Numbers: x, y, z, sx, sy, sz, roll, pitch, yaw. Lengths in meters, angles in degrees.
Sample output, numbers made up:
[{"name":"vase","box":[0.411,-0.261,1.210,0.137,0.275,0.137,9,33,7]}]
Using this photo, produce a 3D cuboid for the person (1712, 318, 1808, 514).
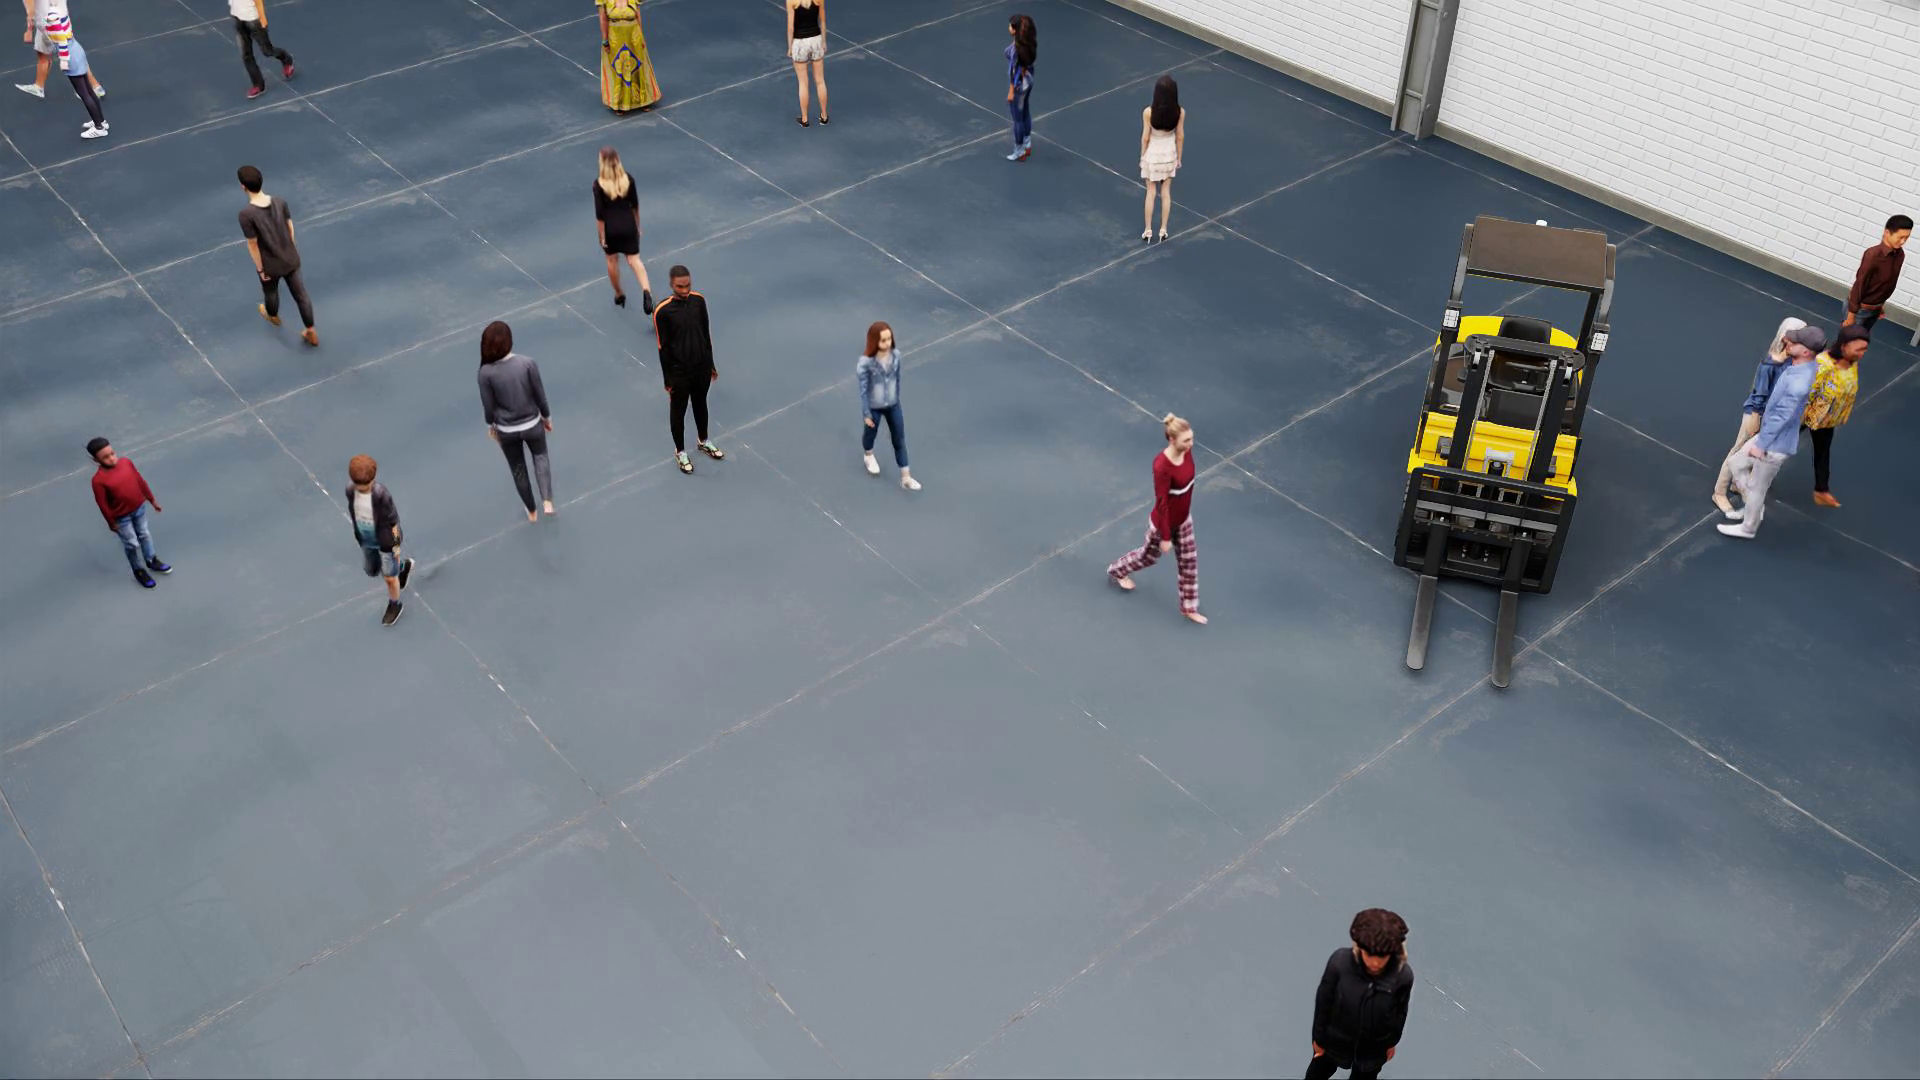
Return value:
[{"name":"person","box":[6.246,-0.982,12.928,0.644,1.694,0.605,-21,43,-24]}]

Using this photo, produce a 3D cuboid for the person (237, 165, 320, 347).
[{"name":"person","box":[-6.046,-2.491,14.823,0.618,1.676,1.016,-28,47,-31]}]

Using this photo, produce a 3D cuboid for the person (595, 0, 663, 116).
[{"name":"person","box":[-3.794,-5.644,18.793,0.940,1.660,0.893,-15,41,-18]}]

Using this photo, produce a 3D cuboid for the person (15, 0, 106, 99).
[{"name":"person","box":[-10.265,-5.857,18.933,1.062,1.807,1.209,-10,40,-13]}]

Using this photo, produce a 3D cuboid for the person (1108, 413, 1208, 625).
[{"name":"person","box":[1.429,-0.176,11.937,1.126,1.660,0.762,27,46,30]}]

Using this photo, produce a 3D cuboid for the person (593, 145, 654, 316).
[{"name":"person","box":[-3.075,-2.772,15.189,0.669,1.658,0.994,-20,43,-23]}]

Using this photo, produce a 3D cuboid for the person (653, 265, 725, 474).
[{"name":"person","box":[-2.195,-1.403,13.355,0.619,1.809,0.517,-27,46,-30]}]

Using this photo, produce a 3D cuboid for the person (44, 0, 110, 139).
[{"name":"person","box":[-9.752,-5.320,18.259,0.785,1.809,0.629,-9,39,-11]}]

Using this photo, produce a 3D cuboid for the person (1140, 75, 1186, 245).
[{"name":"person","box":[1.965,-3.728,16.323,0.658,1.738,0.698,-1,39,-1]}]

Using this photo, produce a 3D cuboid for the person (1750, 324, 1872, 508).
[{"name":"person","box":[6.618,-1.032,13.071,0.828,1.583,1.153,-20,43,-23]}]

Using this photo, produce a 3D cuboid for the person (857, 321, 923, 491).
[{"name":"person","box":[-0.675,-1.107,13.276,0.692,1.445,1.014,-19,42,-22]}]

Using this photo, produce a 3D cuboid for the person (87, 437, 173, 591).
[{"name":"person","box":[-6.227,-0.252,12.361,0.633,1.250,0.598,16,41,19]}]

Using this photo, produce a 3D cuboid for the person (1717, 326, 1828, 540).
[{"name":"person","box":[6.211,-0.753,12.488,0.782,1.875,0.766,17,42,20]}]

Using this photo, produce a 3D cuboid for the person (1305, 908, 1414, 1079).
[{"name":"person","box":[2.012,2.501,8.489,0.733,1.781,0.793,3,39,4]}]

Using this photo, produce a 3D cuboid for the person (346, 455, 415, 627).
[{"name":"person","box":[-4.139,-0.050,11.962,0.779,1.433,0.796,13,40,16]}]

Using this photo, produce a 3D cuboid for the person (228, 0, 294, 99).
[{"name":"person","box":[-8.164,-6.070,19.229,1.093,1.781,1.053,12,40,14]}]

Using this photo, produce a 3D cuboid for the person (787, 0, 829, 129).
[{"name":"person","box":[-1.689,-5.499,18.454,0.674,1.845,0.644,-12,40,-15]}]

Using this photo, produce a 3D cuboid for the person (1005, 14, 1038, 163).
[{"name":"person","box":[0.642,-4.857,17.832,0.683,1.619,0.694,17,42,21]}]

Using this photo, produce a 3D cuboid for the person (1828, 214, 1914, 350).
[{"name":"person","box":[7.628,-1.958,14.074,0.678,1.777,0.570,-20,43,-24]}]

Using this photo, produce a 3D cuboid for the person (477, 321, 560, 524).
[{"name":"person","box":[-3.354,-0.828,12.676,0.741,1.757,0.783,-13,40,-16]}]
